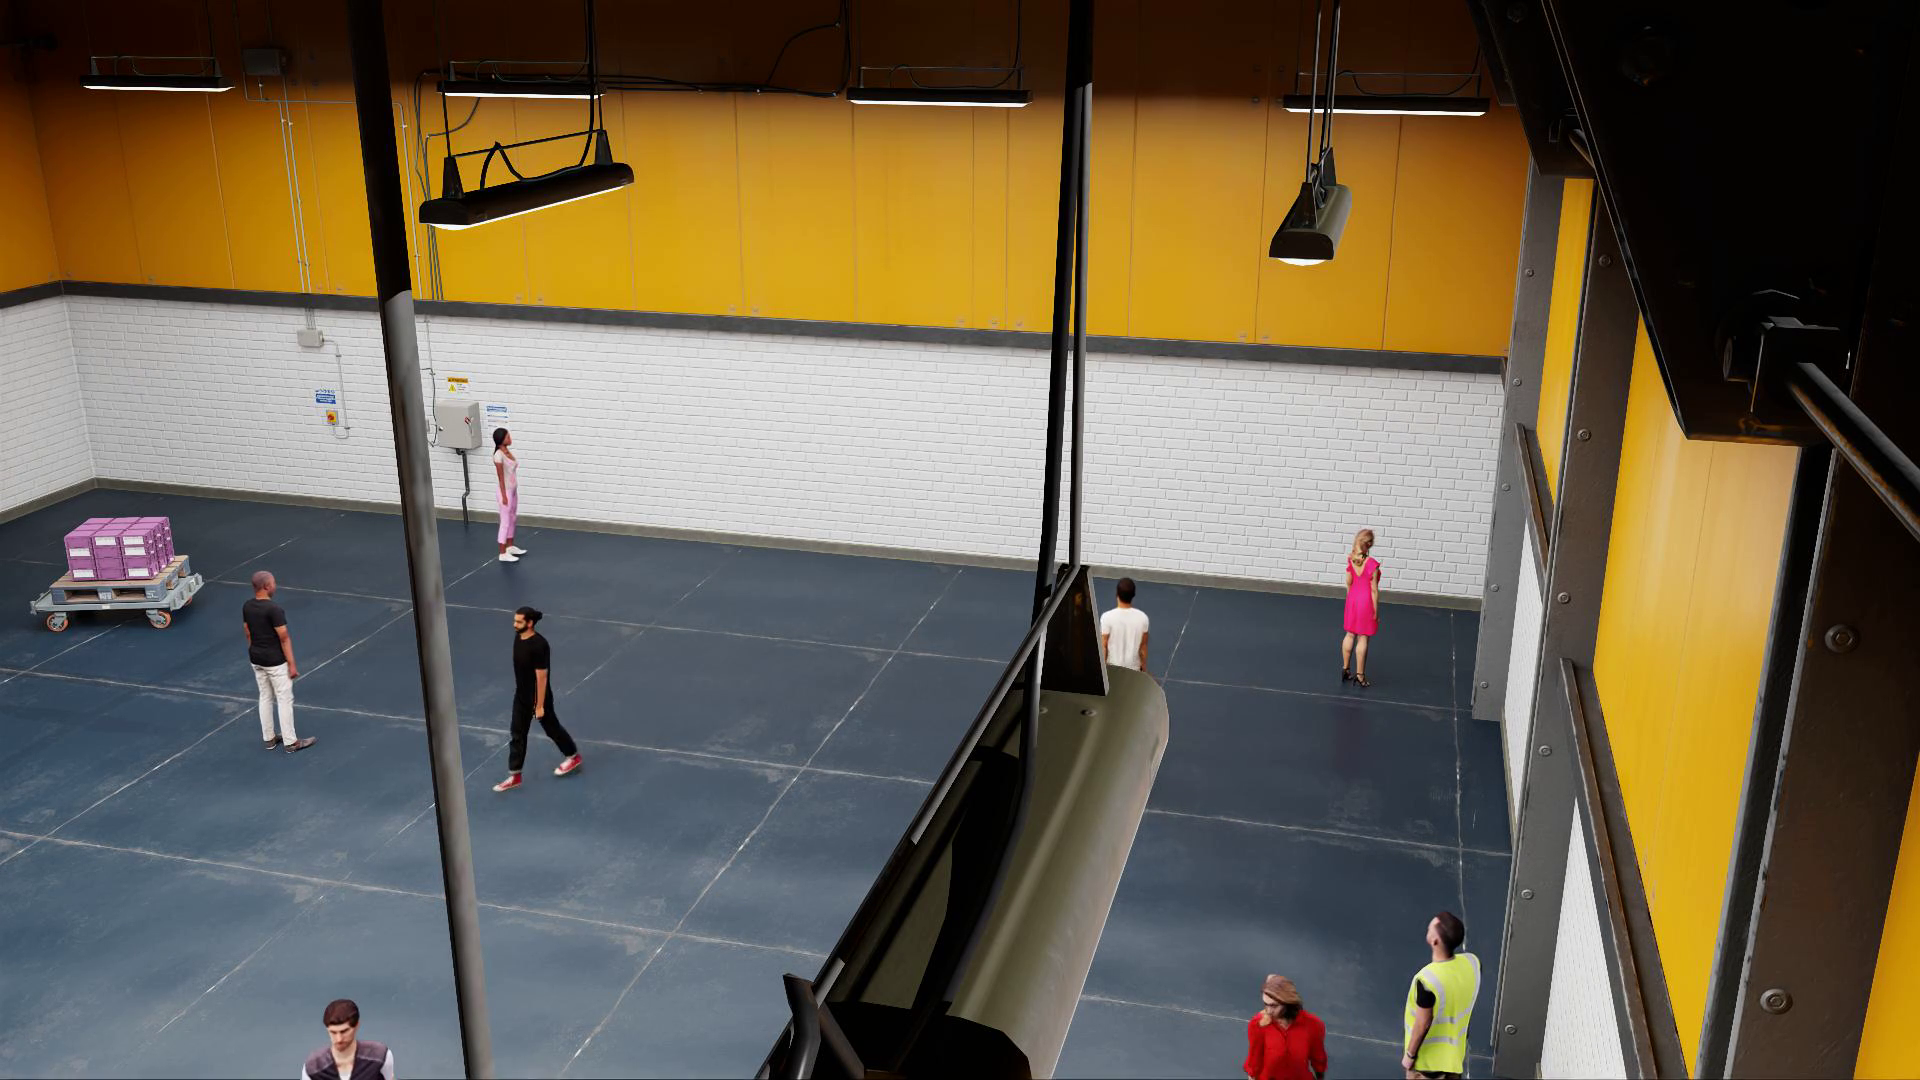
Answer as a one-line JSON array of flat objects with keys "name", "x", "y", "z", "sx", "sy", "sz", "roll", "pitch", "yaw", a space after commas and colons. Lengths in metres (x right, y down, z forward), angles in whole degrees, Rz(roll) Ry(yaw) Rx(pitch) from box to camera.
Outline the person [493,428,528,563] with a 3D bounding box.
[{"name": "person", "x": -5.795, "y": -0.593, "z": 21.265, "sx": 0.657, "sy": 1.738, "sz": 0.509, "roll": 2, "pitch": 19, "yaw": 5}]

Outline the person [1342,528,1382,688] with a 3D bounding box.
[{"name": "person", "x": 4.200, "y": 0.694, "z": 17.461, "sx": 0.713, "sy": 1.729, "sz": 0.663, "roll": -12, "pitch": 22, "yaw": -32}]

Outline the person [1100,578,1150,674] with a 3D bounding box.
[{"name": "person", "x": 1.544, "y": 1.257, "z": 15.692, "sx": 0.783, "sy": 1.790, "sz": 0.810, "roll": -4, "pitch": 19, "yaw": -12}]

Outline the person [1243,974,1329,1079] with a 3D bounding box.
[{"name": "person", "x": 1.964, "y": 3.277, "z": 9.893, "sx": 0.774, "sy": 1.662, "sz": 0.676, "roll": -3, "pitch": 19, "yaw": -8}]

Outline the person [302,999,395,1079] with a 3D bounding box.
[{"name": "person", "x": -3.410, "y": 3.367, "z": 9.396, "sx": 1.024, "sy": 1.810, "sz": 1.290, "roll": -4, "pitch": 19, "yaw": -11}]

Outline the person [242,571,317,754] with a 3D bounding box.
[{"name": "person", "x": -6.610, "y": 1.165, "z": 15.946, "sx": 0.692, "sy": 1.802, "sz": 0.646, "roll": 8, "pitch": 20, "yaw": 23}]

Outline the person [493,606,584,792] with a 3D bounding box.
[{"name": "person", "x": -3.831, "y": 1.431, "z": 15.290, "sx": 0.993, "sy": 1.717, "sz": 1.224, "roll": 17, "pitch": 25, "yaw": 41}]

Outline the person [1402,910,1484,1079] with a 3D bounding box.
[{"name": "person", "x": 2.903, "y": 3.088, "z": 10.165, "sx": 0.852, "sy": 1.847, "sz": 0.917, "roll": -12, "pitch": 22, "yaw": -32}]
